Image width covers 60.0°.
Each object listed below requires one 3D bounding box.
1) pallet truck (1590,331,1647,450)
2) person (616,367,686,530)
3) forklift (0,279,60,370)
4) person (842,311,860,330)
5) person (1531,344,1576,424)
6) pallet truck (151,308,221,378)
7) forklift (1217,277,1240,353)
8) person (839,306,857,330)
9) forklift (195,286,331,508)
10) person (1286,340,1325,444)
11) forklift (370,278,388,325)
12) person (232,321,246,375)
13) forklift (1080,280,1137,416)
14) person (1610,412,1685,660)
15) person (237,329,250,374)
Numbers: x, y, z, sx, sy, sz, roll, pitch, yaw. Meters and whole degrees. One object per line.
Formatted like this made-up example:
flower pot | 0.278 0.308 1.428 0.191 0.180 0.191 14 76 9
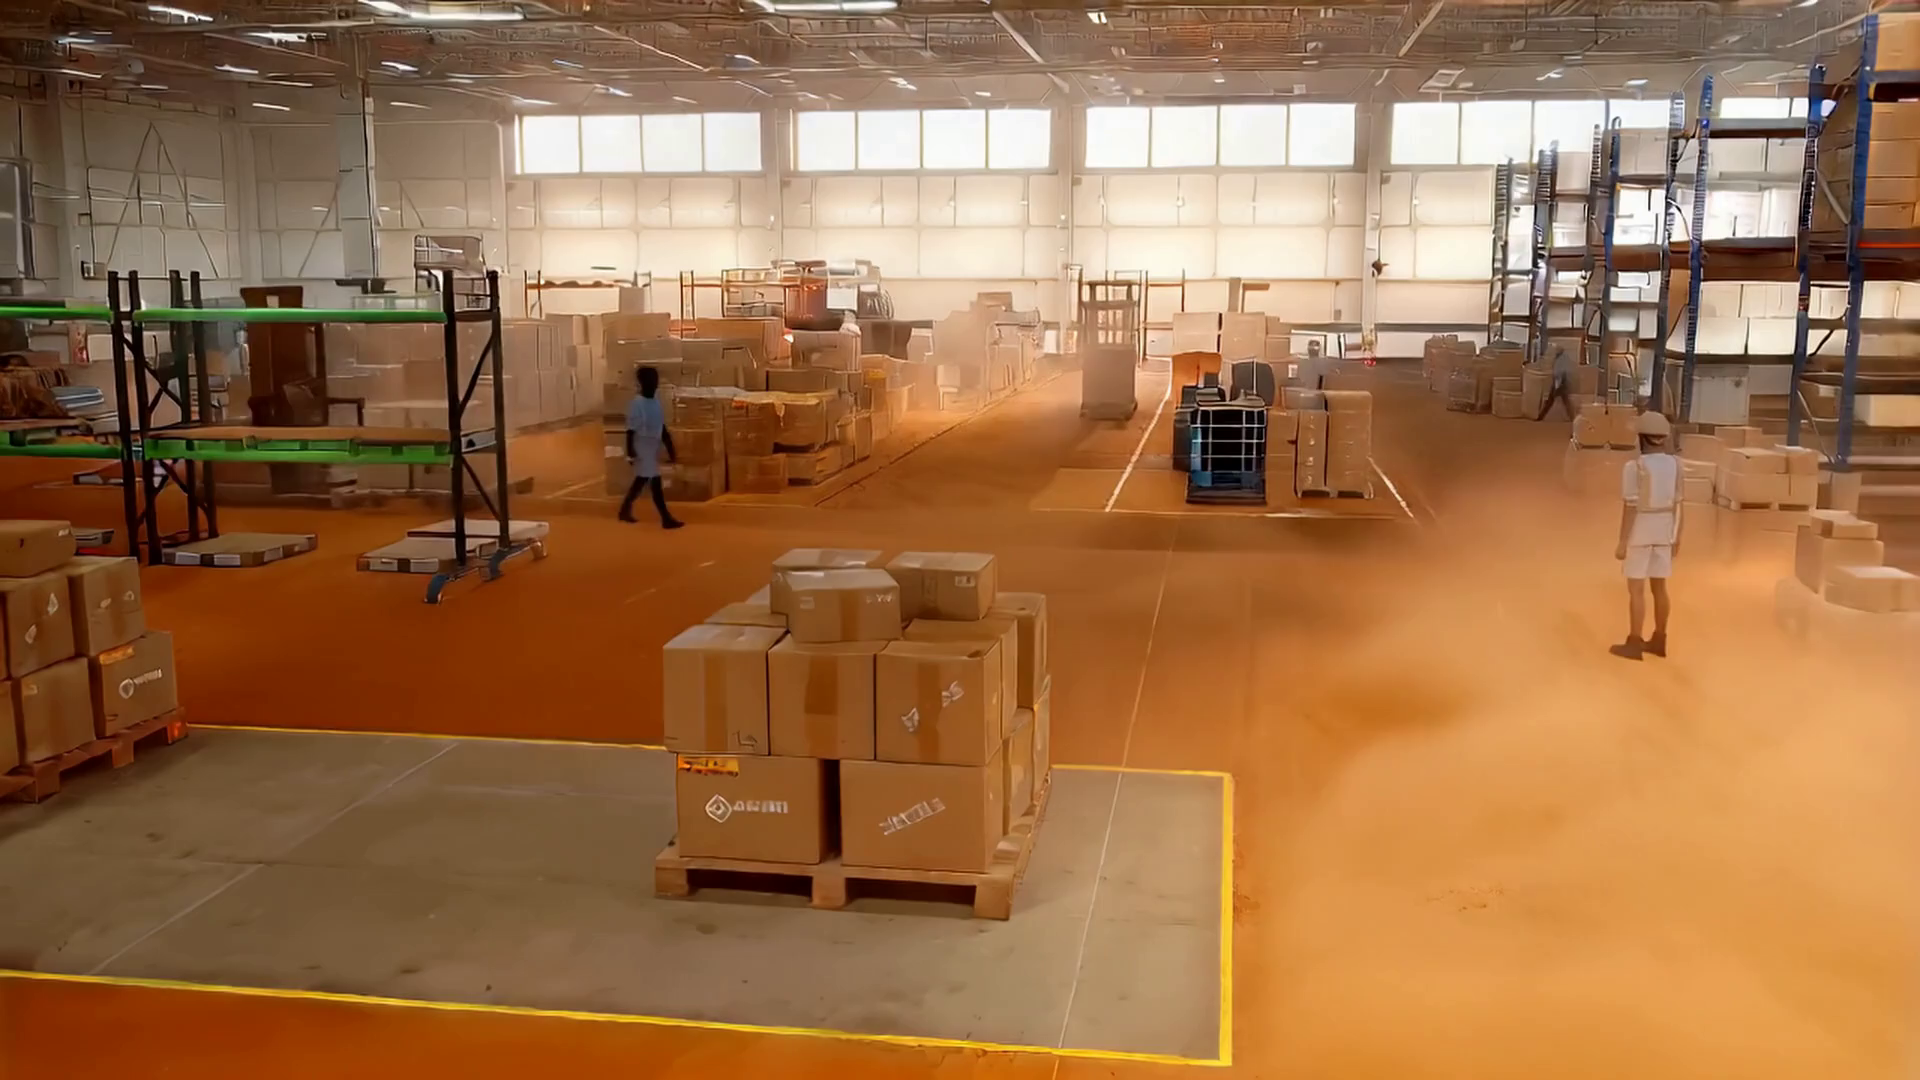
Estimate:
pallet truck | 11.253 -2.573 28.499 0.823 1.965 1.885 5 10 27
person | -3.693 -1.083 19.576 1.000 1.923 0.628 3 10 18
forklift | -22.592 -4.798 39.505 1.873 2.768 1.129 1 9 9
person | -2.971 -5.226 45.095 0.542 1.928 0.399 -7 11 -35
person | 11.807 -3.073 32.835 0.874 1.577 0.546 2 9 13
pallet truck | -21.869 -5.598 47.154 0.823 1.965 1.885 4 10 26
forklift | 7.914 -6.232 48.348 1.873 2.768 1.129 1 9 9
person | -3.458 -6.249 51.393 0.628 1.933 0.365 -8 12 -40
forklift | -8.791 -1.870 21.448 1.873 2.768 1.129 1 9 9
person | 6.218 -2.575 29.059 0.959 1.830 0.536 -3 10 -19
forklift | -15.269 -5.496 43.813 1.873 2.768 1.129 -3 10 -17
person | -19.992 -5.262 46.209 0.511 1.635 0.312 4 10 25
forklift | 3.166 -4.072 35.029 1.129 2.768 1.873 1 9 8
person | 5.363 -0.034 13.025 0.552 1.935 0.368 -3 10 -20
person | -14.111 -3.261 33.096 0.355 1.883 0.573 1 9 9
